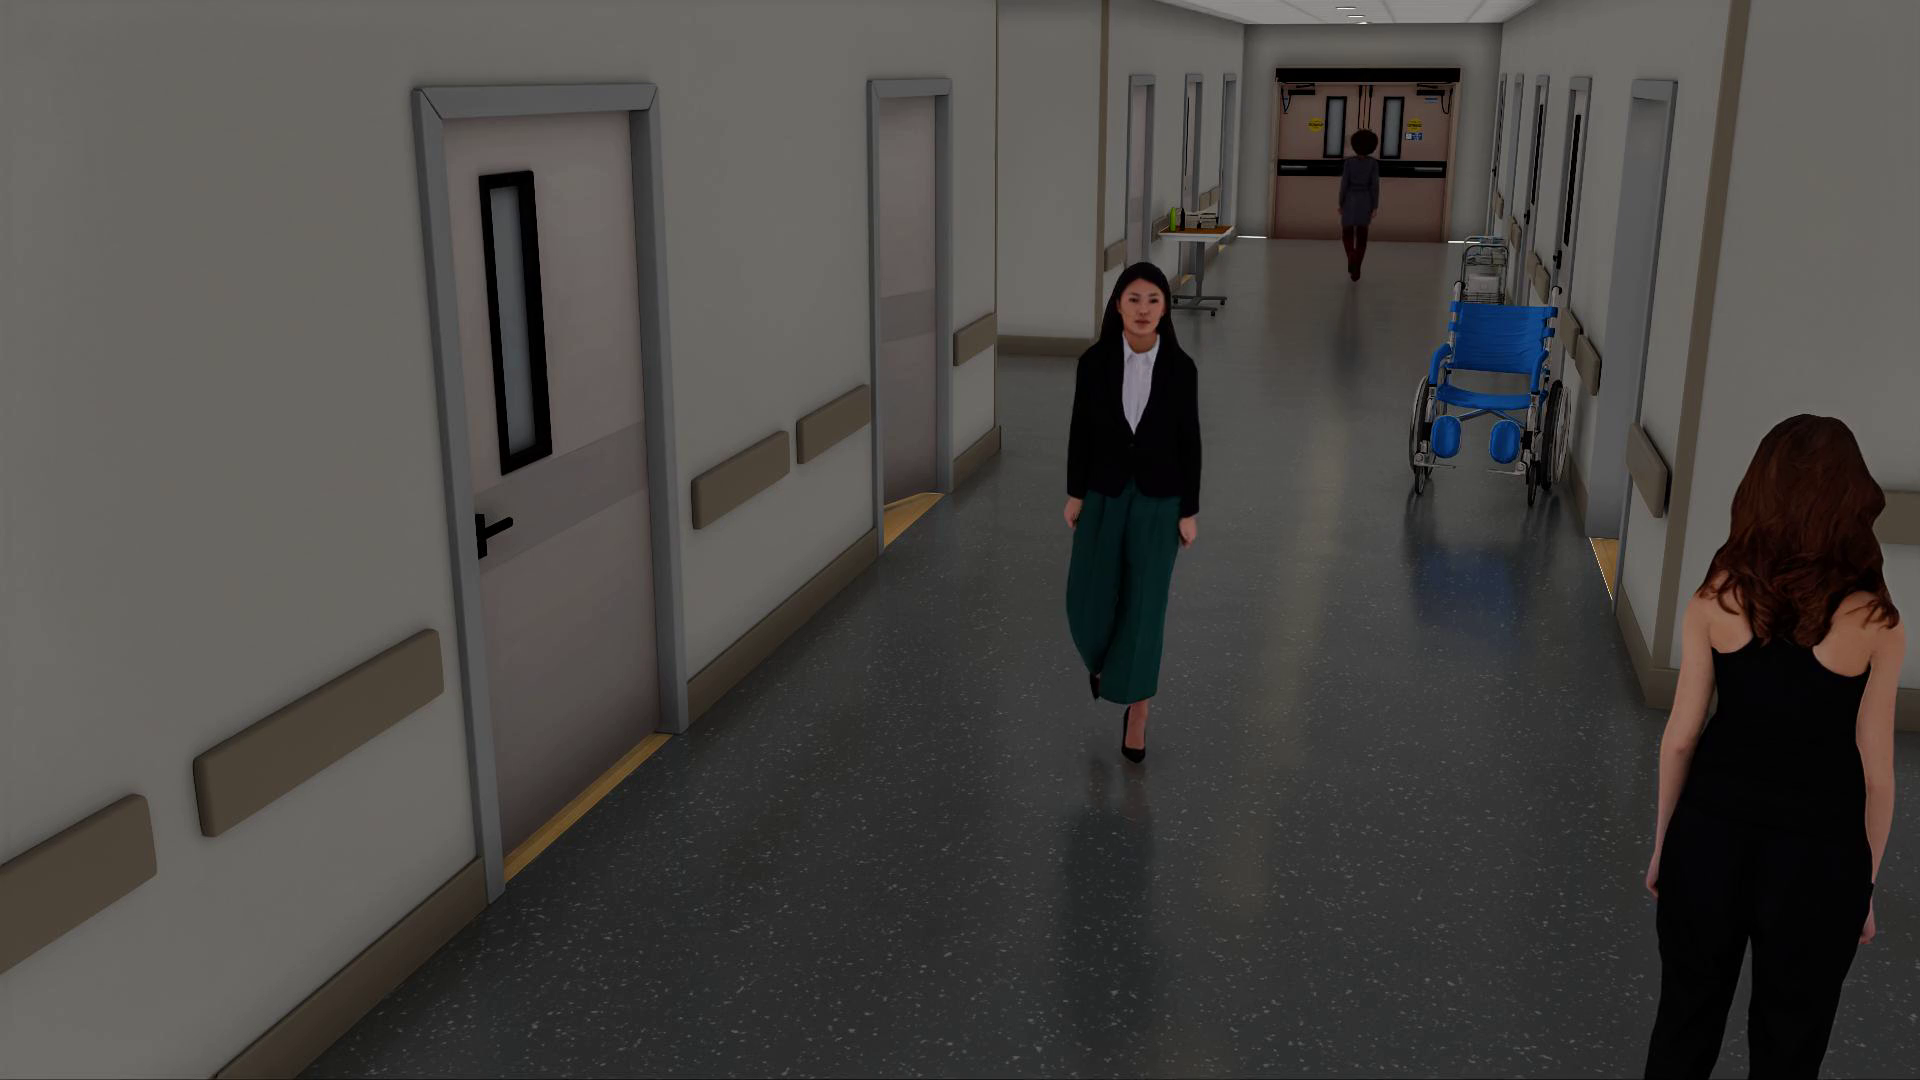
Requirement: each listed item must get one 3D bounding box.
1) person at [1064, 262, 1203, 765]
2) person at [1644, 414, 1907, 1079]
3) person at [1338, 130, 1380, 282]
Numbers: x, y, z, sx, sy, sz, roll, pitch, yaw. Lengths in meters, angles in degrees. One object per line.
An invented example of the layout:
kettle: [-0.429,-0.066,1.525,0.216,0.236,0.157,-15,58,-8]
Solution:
person: [0.587,-0.097,5.793,0.698,1.726,0.852,1,16,5]
person: [1.549,0.619,3.217,0.629,1.746,0.615,10,19,31]
person: [4.502,-3.758,18.840,0.627,1.692,0.925,3,16,11]
